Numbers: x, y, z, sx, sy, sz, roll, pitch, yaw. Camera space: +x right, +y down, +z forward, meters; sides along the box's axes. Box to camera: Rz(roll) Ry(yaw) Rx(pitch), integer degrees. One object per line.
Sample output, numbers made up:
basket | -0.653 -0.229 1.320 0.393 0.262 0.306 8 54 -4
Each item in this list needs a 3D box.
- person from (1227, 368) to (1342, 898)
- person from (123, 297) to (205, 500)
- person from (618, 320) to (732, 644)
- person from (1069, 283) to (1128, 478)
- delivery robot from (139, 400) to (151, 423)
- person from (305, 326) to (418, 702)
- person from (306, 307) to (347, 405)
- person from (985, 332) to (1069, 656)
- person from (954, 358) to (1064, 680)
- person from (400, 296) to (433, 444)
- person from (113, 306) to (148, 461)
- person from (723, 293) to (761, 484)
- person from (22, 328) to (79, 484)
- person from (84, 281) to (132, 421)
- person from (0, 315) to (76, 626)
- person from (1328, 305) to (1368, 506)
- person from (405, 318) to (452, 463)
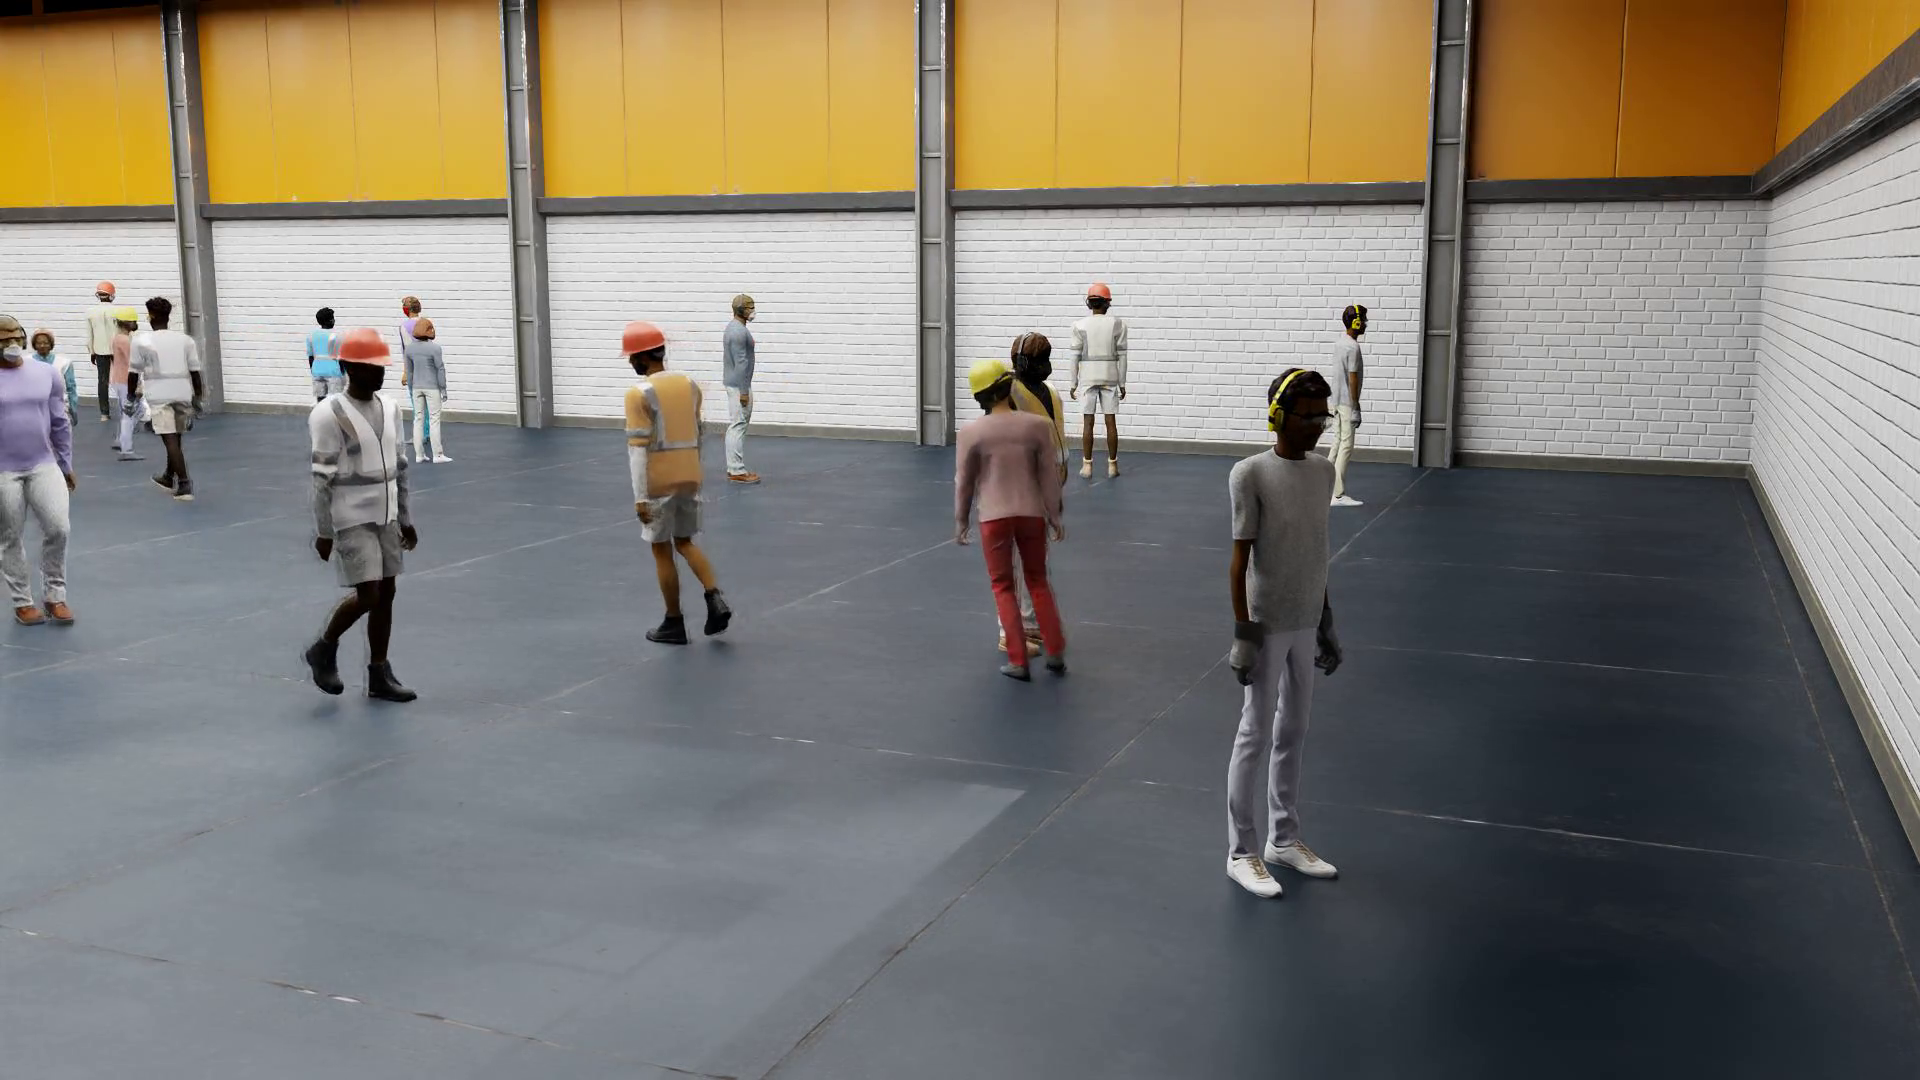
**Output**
person | 1.166 0.322 5.931 0.508 1.865 0.329 -7 12 -37
person | -7.628 -1.356 15.923 0.981 1.913 0.623 7 12 36
person | -1.698 -0.324 9.711 0.589 1.905 0.569 8 12 39
person | 1.449 -1.669 17.460 0.609 2.040 0.394 0 9 1
delivery robot | -10.615 -1.721 21.982 0.707 0.478 0.477 3 10 20
person | -3.020 -0.114 8.407 0.522 1.923 0.554 4 10 22
person | -7.970 -2.079 20.972 0.535 1.699 0.322 3 10 17
person | 0.409 -0.269 9.578 0.429 1.844 0.625 6 11 32
person | 0.252 -0.113 8.964 0.566 1.720 0.459 -2 10 -13
person | -6.737 -2.103 20.697 0.395 1.839 0.564 3 10 16
person | -9.458 -1.777 18.958 0.386 1.752 0.552 -8 12 -39
person | -2.249 -1.545 17.016 0.351 1.936 0.634 -2 10 -12
person | -8.757 -1.220 15.980 0.532 1.620 0.364 -6 11 -31
person | -12.174 -2.700 23.840 0.612 1.995 0.379 -1 9 -9
person | -5.717 -0.404 10.141 0.664 1.919 0.639 -9 13 -43
person | 3.590 -1.239 15.396 0.331 1.864 0.509 -1 9 -6
person | -6.004 -1.682 18.756 0.500 1.636 0.282 3 10 18
